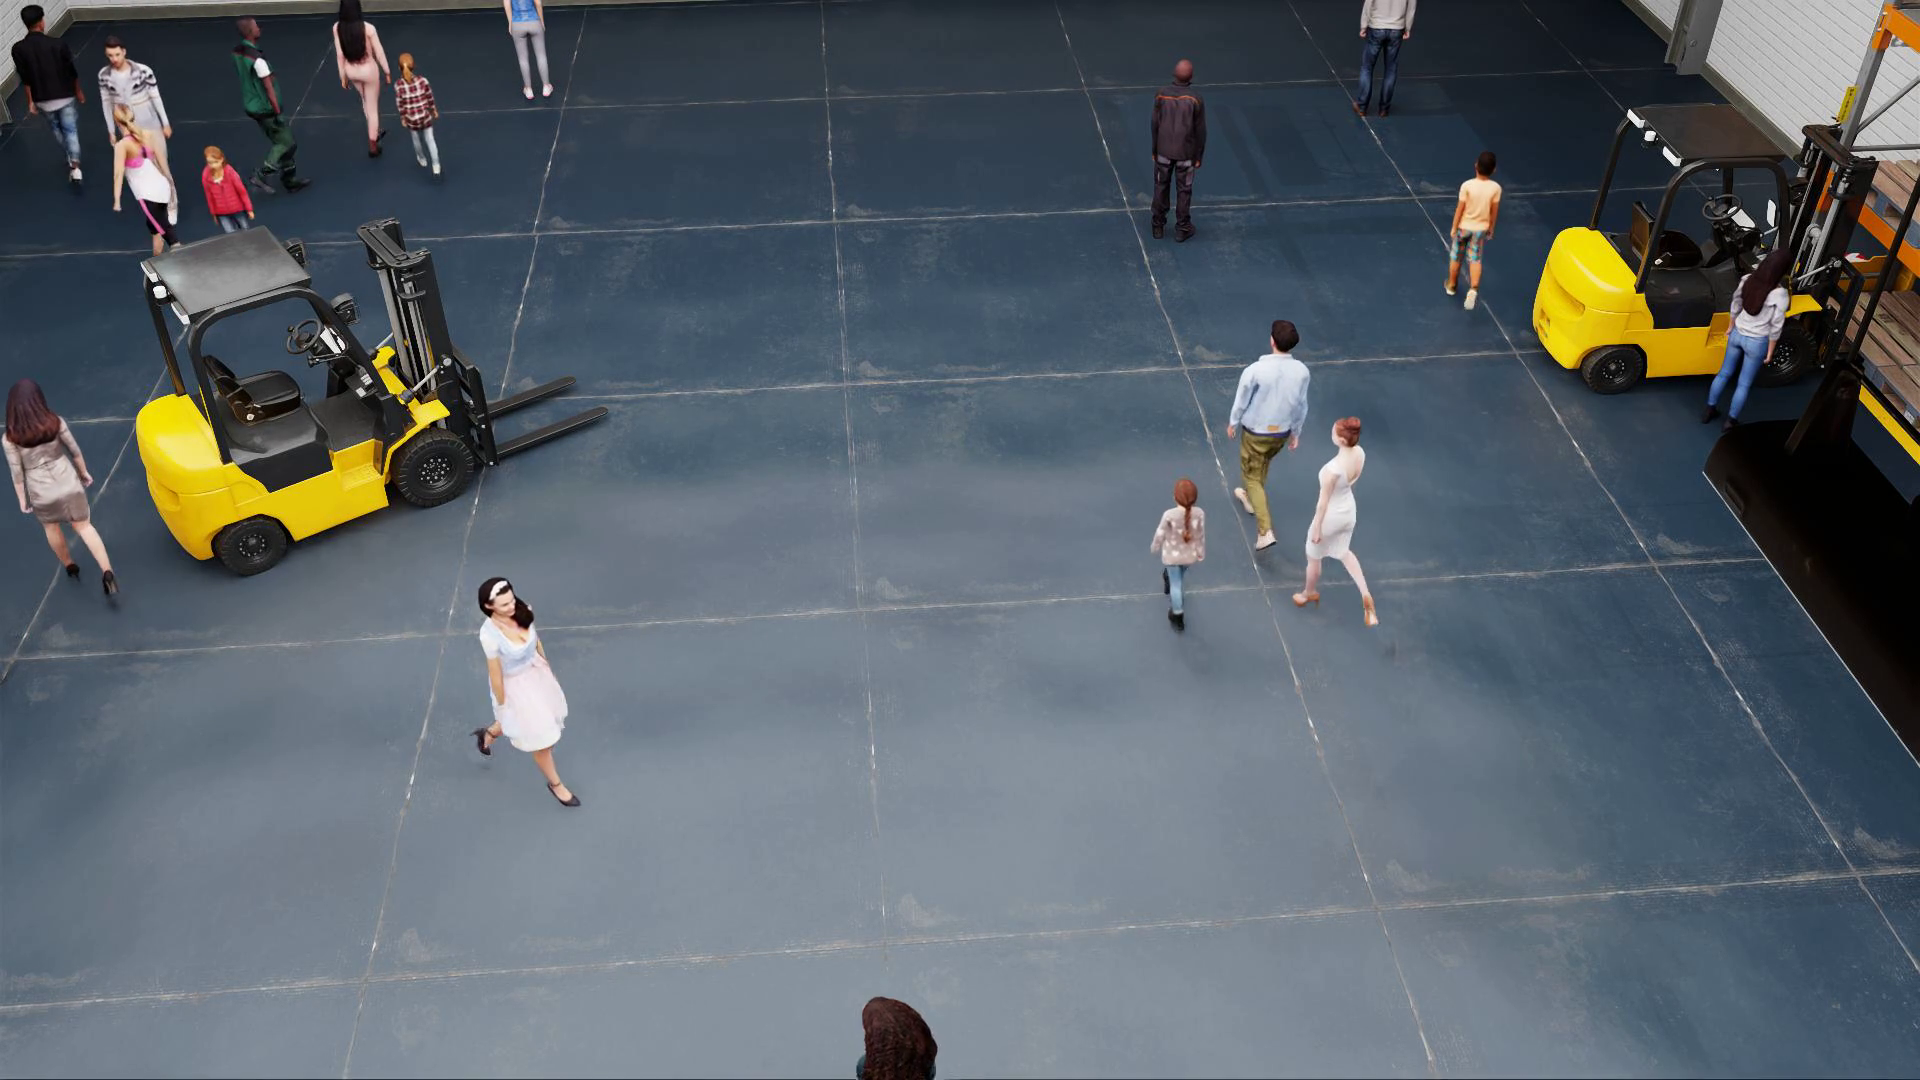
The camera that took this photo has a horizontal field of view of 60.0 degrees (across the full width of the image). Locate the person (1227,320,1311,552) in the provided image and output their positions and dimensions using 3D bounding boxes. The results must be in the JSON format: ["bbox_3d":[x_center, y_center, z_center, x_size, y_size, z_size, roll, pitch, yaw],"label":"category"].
[{"bbox_3d":[2.278,-0.748,12.267,0.799,1.783,1.188,-9,40,-12],"label":"person"}]

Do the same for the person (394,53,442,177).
[{"bbox_3d":[-5.592,-4.372,17.202,0.739,1.287,0.961,-16,41,-19],"label":"person"}]

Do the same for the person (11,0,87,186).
[{"bbox_3d":[-9.237,-4.491,16.967,0.927,1.765,1.252,-15,41,-18],"label":"person"}]

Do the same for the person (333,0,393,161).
[{"bbox_3d":[-6.274,-4.811,17.419,0.739,1.701,0.892,3,39,4],"label":"person"}]

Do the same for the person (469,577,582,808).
[{"bbox_3d":[-2.740,0.913,10.177,1.030,1.796,1.085,16,41,20],"label":"person"}]

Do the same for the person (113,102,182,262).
[{"bbox_3d":[-7.323,-3.117,15.263,1.008,1.746,1.042,8,39,10],"label":"person"}]

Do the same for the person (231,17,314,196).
[{"bbox_3d":[-7.036,-4.287,16.671,1.048,1.817,1.001,-29,47,-31],"label":"person"}]

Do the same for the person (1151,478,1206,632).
[{"bbox_3d":[1.555,0.121,11.676,0.540,1.162,0.820,-6,39,-8],"label":"person"}]

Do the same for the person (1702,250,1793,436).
[{"bbox_3d":[6.387,-1.612,13.470,0.738,1.631,0.604,-21,43,-24],"label":"person"}]

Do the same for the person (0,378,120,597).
[{"bbox_3d":[-6.361,-0.304,11.772,1.115,1.706,1.018,32,48,33],"label":"person"}]

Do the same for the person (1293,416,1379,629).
[{"bbox_3d":[2.645,-0.090,11.448,0.920,1.777,1.051,-29,47,-31],"label":"person"}]

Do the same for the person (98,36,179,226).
[{"bbox_3d":[-8.091,-4.122,16.456,0.683,1.828,0.982,-3,39,-4],"label":"person"}]

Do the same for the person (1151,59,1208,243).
[{"bbox_3d":[2.079,-3.746,15.987,0.784,1.826,0.760,13,40,15],"label":"person"}]

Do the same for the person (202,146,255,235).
[{"bbox_3d":[-6.832,-3.105,15.606,0.635,1.299,0.881,-10,40,-12],"label":"person"}]

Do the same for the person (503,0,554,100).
[{"bbox_3d":[-4.879,-5.780,18.706,0.592,1.609,0.571,-9,40,-11],"label":"person"}]

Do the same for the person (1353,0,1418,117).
[{"bbox_3d":[4.665,-5.590,18.232,0.751,1.904,0.661,1,39,2],"label":"person"}]

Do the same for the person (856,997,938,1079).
[{"bbox_3d":[-0.263,2.814,7.965,0.964,1.585,1.109,-27,46,-30],"label":"person"}]

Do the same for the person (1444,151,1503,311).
[{"bbox_3d":[4.661,-2.790,15.096,0.628,1.443,0.905,3,39,4],"label":"person"}]
